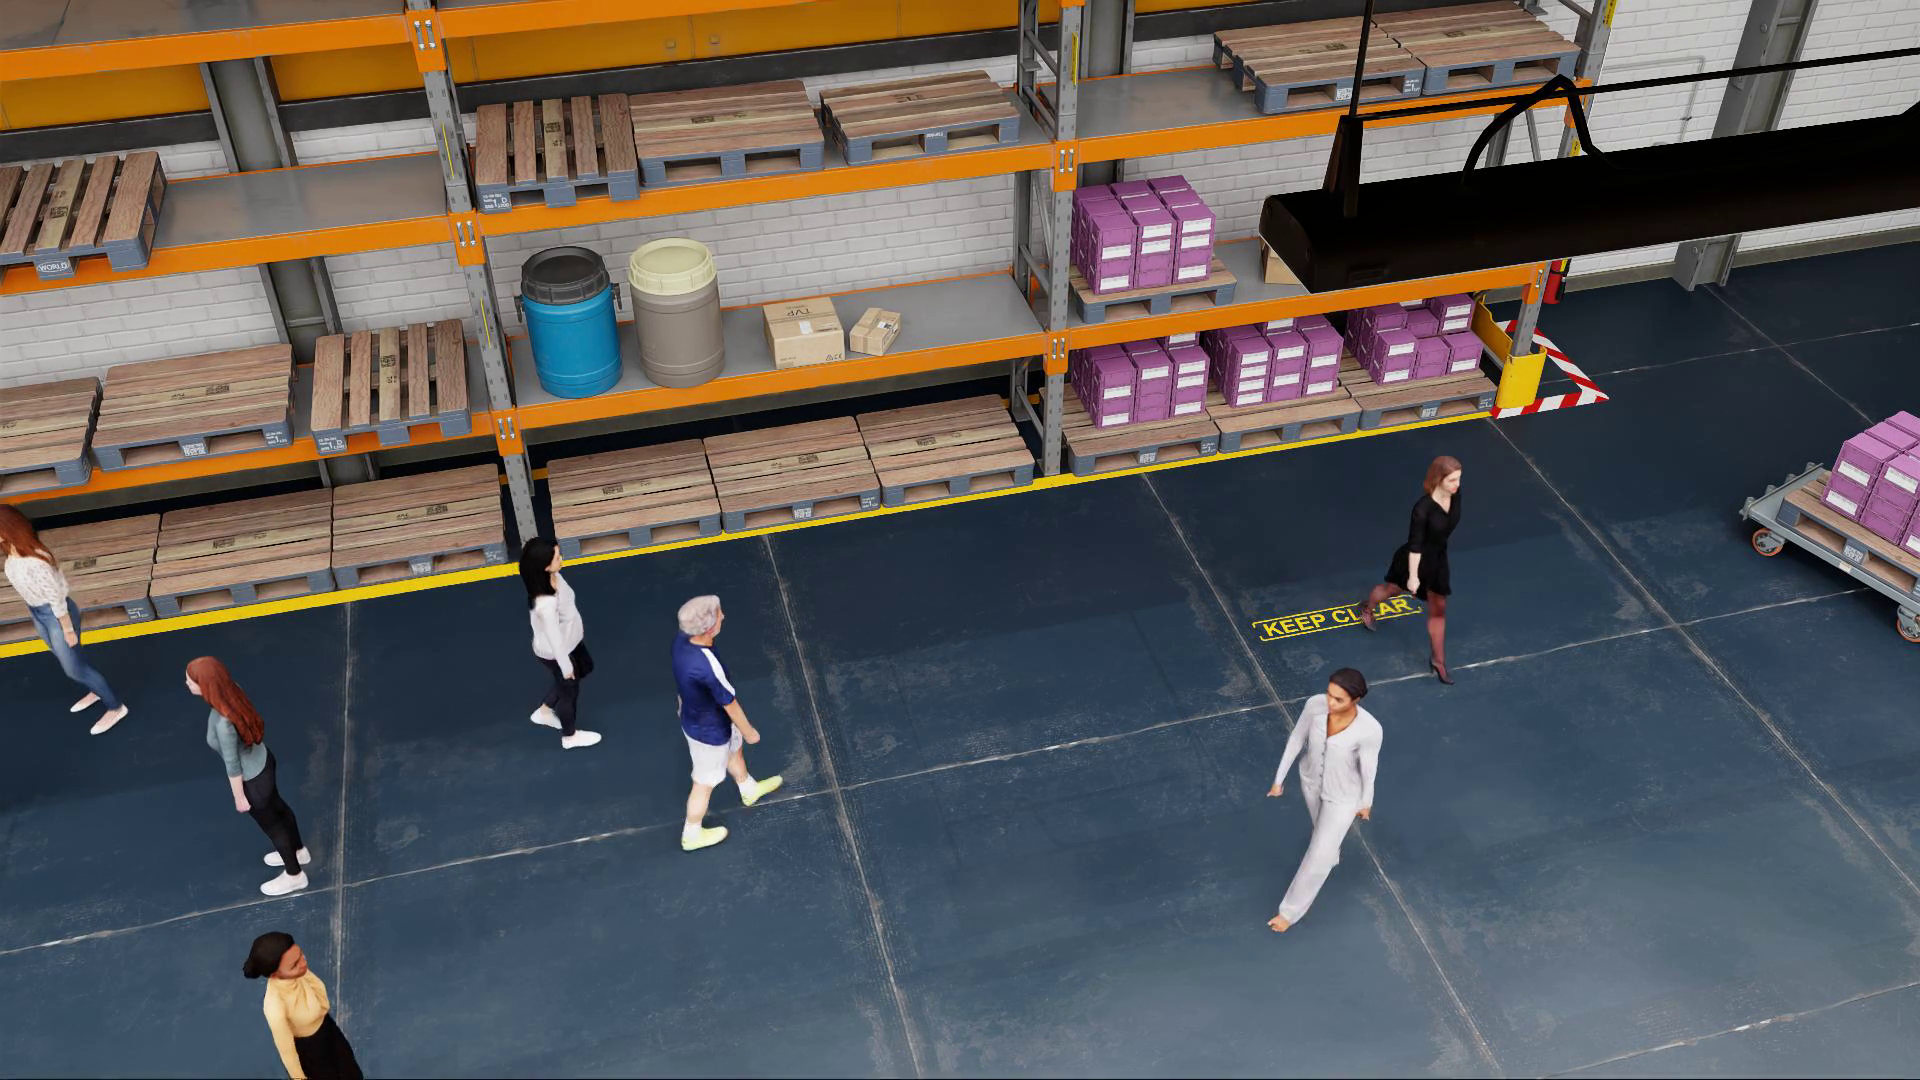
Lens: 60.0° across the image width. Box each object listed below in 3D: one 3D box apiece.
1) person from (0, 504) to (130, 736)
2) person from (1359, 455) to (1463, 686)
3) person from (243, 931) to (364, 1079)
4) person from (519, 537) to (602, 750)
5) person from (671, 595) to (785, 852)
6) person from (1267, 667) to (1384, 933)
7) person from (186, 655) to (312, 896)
[{"bbox_3d":[-5.674,0.450,10.471,0.679,1.711,0.696,25,45,28],"label":"person"},{"bbox_3d":[2.952,0.117,10.933,1.099,1.654,0.920,-24,45,-27],"label":"person"},{"bbox_3d":[-3.189,2.453,8.020,0.851,1.640,0.675,-1,39,-1],"label":"person"},{"bbox_3d":[-2.557,0.658,10.227,0.655,1.690,0.625,-10,40,-12],"label":"person"},{"bbox_3d":[-1.532,1.103,9.579,1.034,1.805,0.778,-18,42,-21],"label":"person"},{"bbox_3d":[2.138,1.339,9.365,1.160,1.703,0.978,-31,48,-33],"label":"person"},{"bbox_3d":[-3.983,1.313,9.366,0.519,1.742,0.566,-8,39,-10],"label":"person"}]
